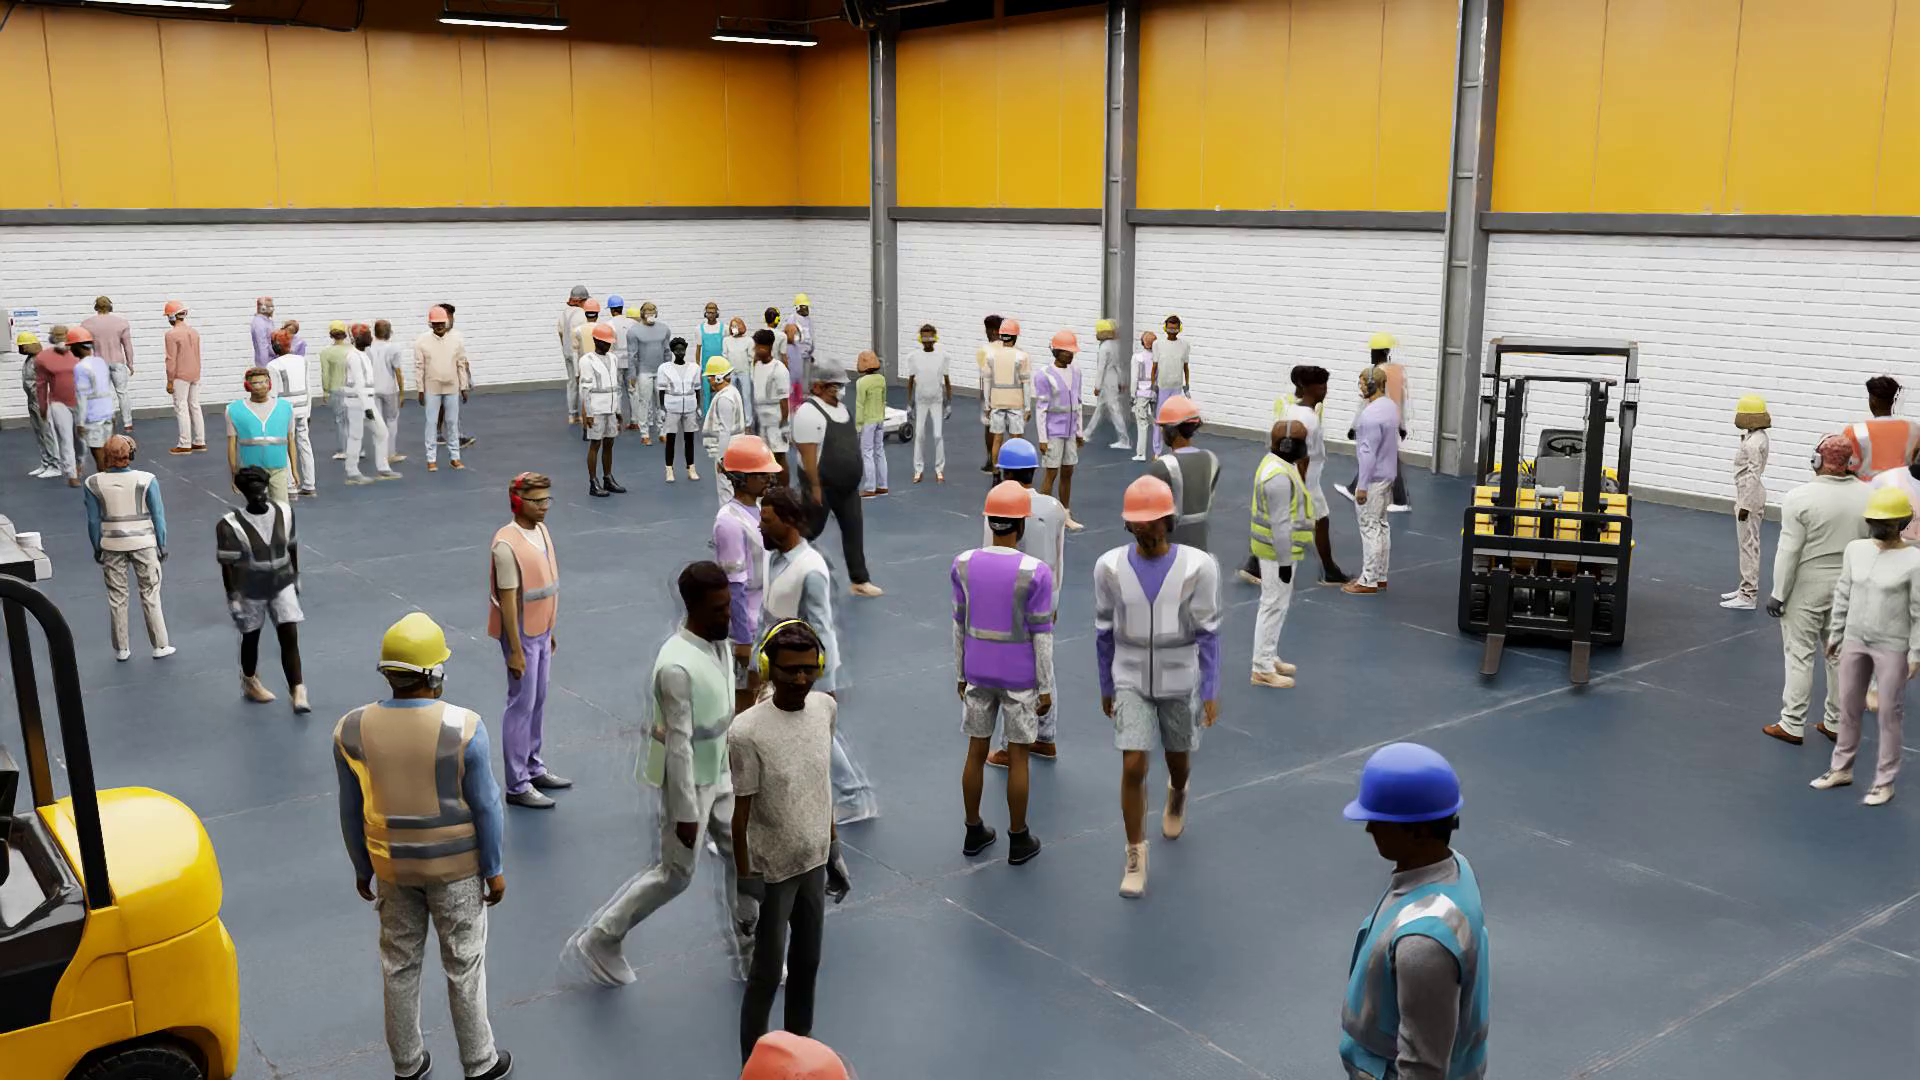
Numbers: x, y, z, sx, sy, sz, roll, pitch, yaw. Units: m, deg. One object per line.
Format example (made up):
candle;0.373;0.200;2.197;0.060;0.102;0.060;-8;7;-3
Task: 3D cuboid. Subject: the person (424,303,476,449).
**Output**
person;-6.776;-2.176;22.060;1.011;1.908;0.622;8;14;33

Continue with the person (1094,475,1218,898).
person;0.962;0.658;8.143;0.623;2.015;0.914;3;12;13

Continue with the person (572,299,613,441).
person;-4.985;-2.308;22.653;0.543;1.932;0.378;-1;12;-4

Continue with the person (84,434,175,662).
person;-5.948;0.061;11.909;0.514;1.642;0.310;-3;12;-12

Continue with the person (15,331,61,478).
person;-10.981;-1.613;19.768;0.484;1.737;0.321;10;16;41

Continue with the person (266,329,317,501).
person;-7.349;-1.369;18.244;0.358;1.880;0.576;5;13;24

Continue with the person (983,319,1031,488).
person;0.550;-1.547;18.958;0.551;1.935;0.371;4;12;17

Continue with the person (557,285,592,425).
person;-5.506;-2.697;24.262;0.684;2.000;0.536;10;16;41

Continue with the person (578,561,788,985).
person;-1.145;0.987;6.900;0.925;1.879;0.612;2;12;8

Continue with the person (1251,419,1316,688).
person;2.197;0.084;11.339;0.429;1.834;0.630;2;12;11

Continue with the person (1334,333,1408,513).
person;4.412;-1.254;17.695;1.011;1.871;0.609;11;16;42

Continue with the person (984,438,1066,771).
person;0.353;0.375;9.685;0.615;1.940;0.416;-11;16;-44

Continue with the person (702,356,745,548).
person;-2.248;-0.841;15.850;0.403;1.817;0.601;-1;12;-4

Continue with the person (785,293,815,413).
person;-2.429;-2.870;25.596;0.403;1.835;0.586;6;13;27

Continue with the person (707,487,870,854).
person;-0.866;0.650;8.559;0.933;1.878;0.601;-5;13;-24

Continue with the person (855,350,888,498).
person;-0.989;-1.285;18.447;0.276;1.627;0.497;8;14;33

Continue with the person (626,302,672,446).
person;-4.135;-2.222;22.257;0.636;1.928;0.386;-8;14;-35

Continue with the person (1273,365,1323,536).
person;3.298;-0.867;16.255;0.540;1.695;0.317;-3;12;-16

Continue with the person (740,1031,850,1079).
person;-0.237;1.798;3.274;0.583;1.732;0.582;-11;16;-43

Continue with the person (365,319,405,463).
person;-7.119;-1.808;20.532;0.552;1.815;0.629;-1;12;-6

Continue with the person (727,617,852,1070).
person;-0.600;1.182;5.955;0.312;1.864;0.535;10;15;39

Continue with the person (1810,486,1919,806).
person;5.018;0.574;9.131;0.326;1.767;0.532;-6;13;-28

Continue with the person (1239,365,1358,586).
person;2.888;-0.538;14.156;0.996;1.922;0.610;-2;12;-7

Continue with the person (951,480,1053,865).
person;0.222;0.661;8.319;0.544;1.930;0.389;6;13;27

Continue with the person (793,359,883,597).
person;-1.151;-0.545;13.870;0.958;2.000;0.682;8;14;34

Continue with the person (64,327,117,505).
person;-9.388;-1.339;17.997;0.418;1.924;0.596;0;12;1

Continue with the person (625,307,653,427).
person;-4.673;-2.497;24.041;0.326;1.736;0.486;3;12;15

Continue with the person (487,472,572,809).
person;-2.385;0.536;9.130;0.375;1.839;0.567;1;12;5

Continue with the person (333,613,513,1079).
person;-1.950;1.166;6.107;0.589;1.834;0.403;1;12;3

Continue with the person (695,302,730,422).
person;-3.494;-2.449;23.576;0.501;1.839;0.347;-1;12;-3

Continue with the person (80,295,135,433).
person;-11.931;-2.451;23.322;0.635;1.937;0.354;-6;13;-27
